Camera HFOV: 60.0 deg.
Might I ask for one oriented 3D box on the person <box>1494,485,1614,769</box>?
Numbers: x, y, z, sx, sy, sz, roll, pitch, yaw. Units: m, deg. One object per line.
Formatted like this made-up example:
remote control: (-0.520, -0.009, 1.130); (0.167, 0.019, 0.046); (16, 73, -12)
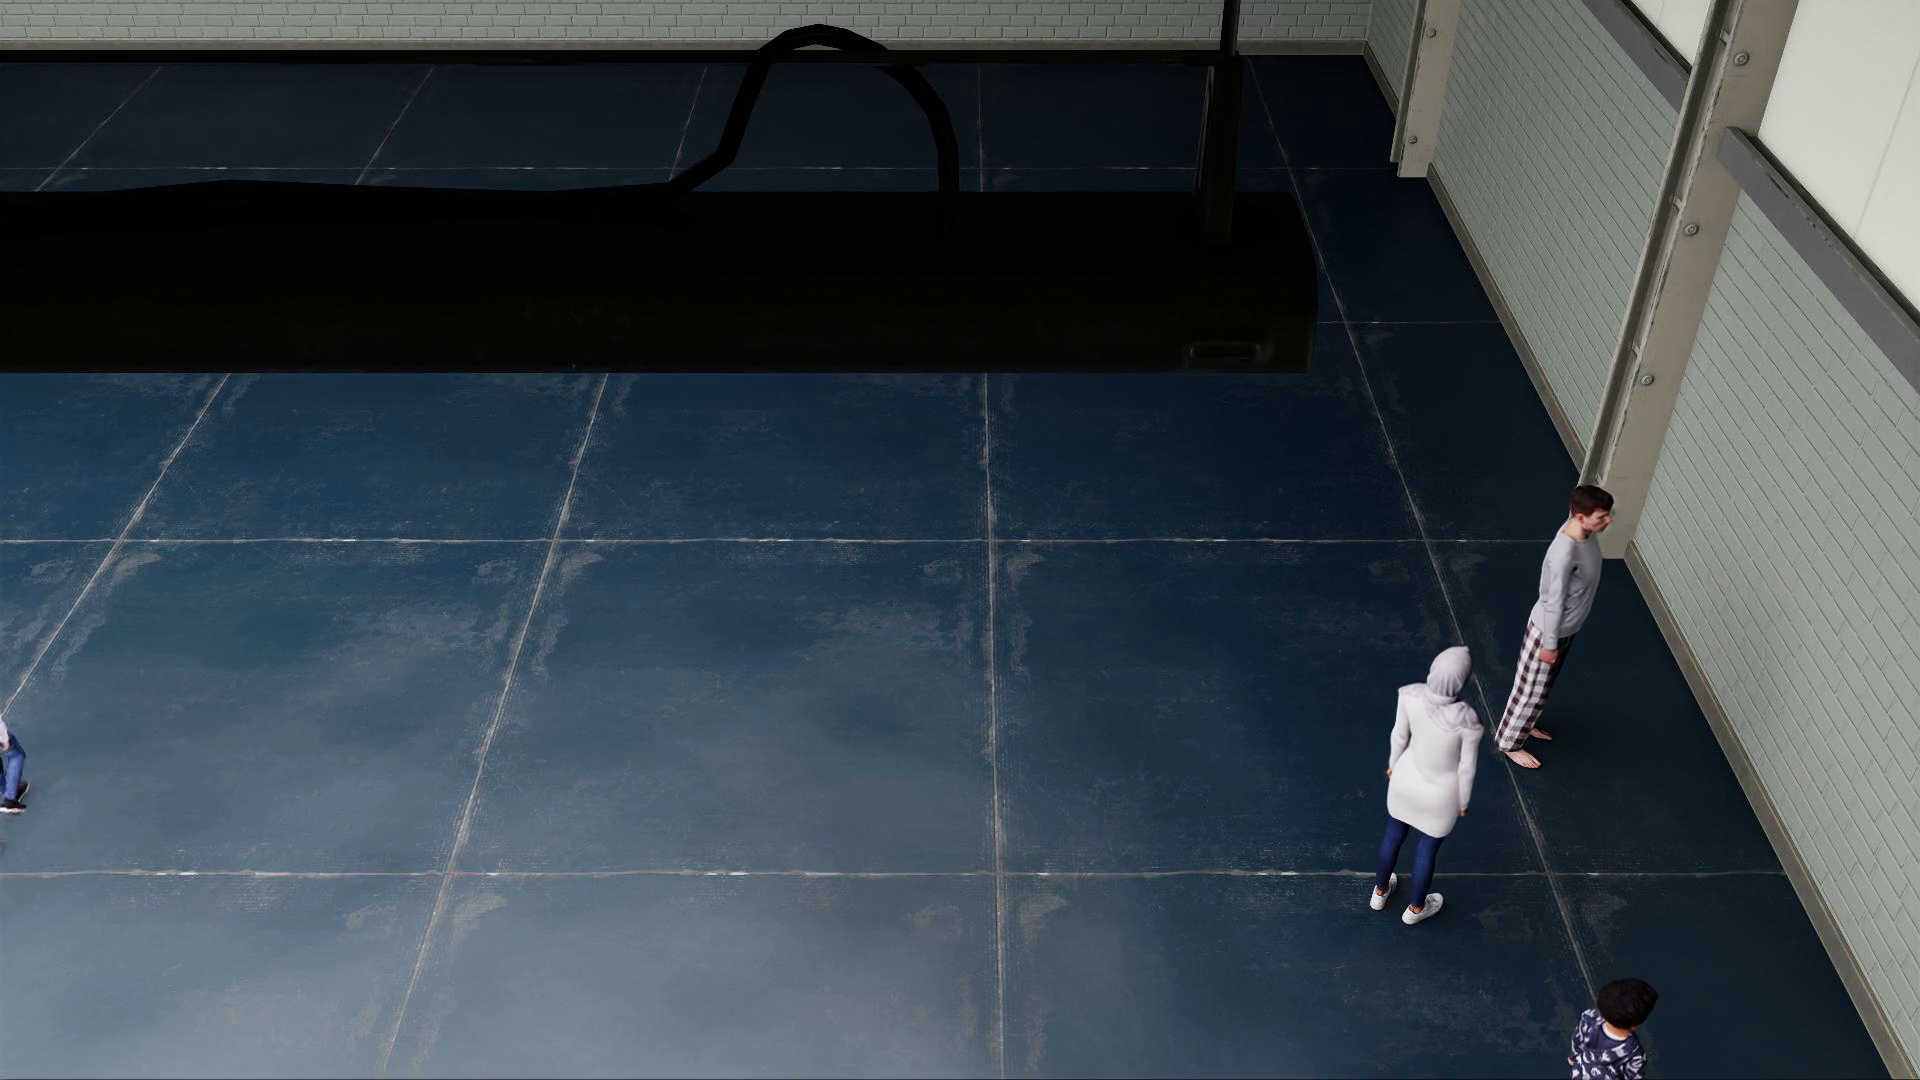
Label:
person: (3.326, 0.460, 9.314); (0.765, 1.847, 0.663); (22, 43, 27)

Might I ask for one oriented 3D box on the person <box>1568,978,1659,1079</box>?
person: (2.813, 2.360, 7.308); (0.635, 1.250, 0.547); (-20, 42, -24)

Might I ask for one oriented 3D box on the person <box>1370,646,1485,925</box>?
person: (2.335, 1.240, 8.348); (0.688, 1.775, 0.736); (29, 46, 32)
